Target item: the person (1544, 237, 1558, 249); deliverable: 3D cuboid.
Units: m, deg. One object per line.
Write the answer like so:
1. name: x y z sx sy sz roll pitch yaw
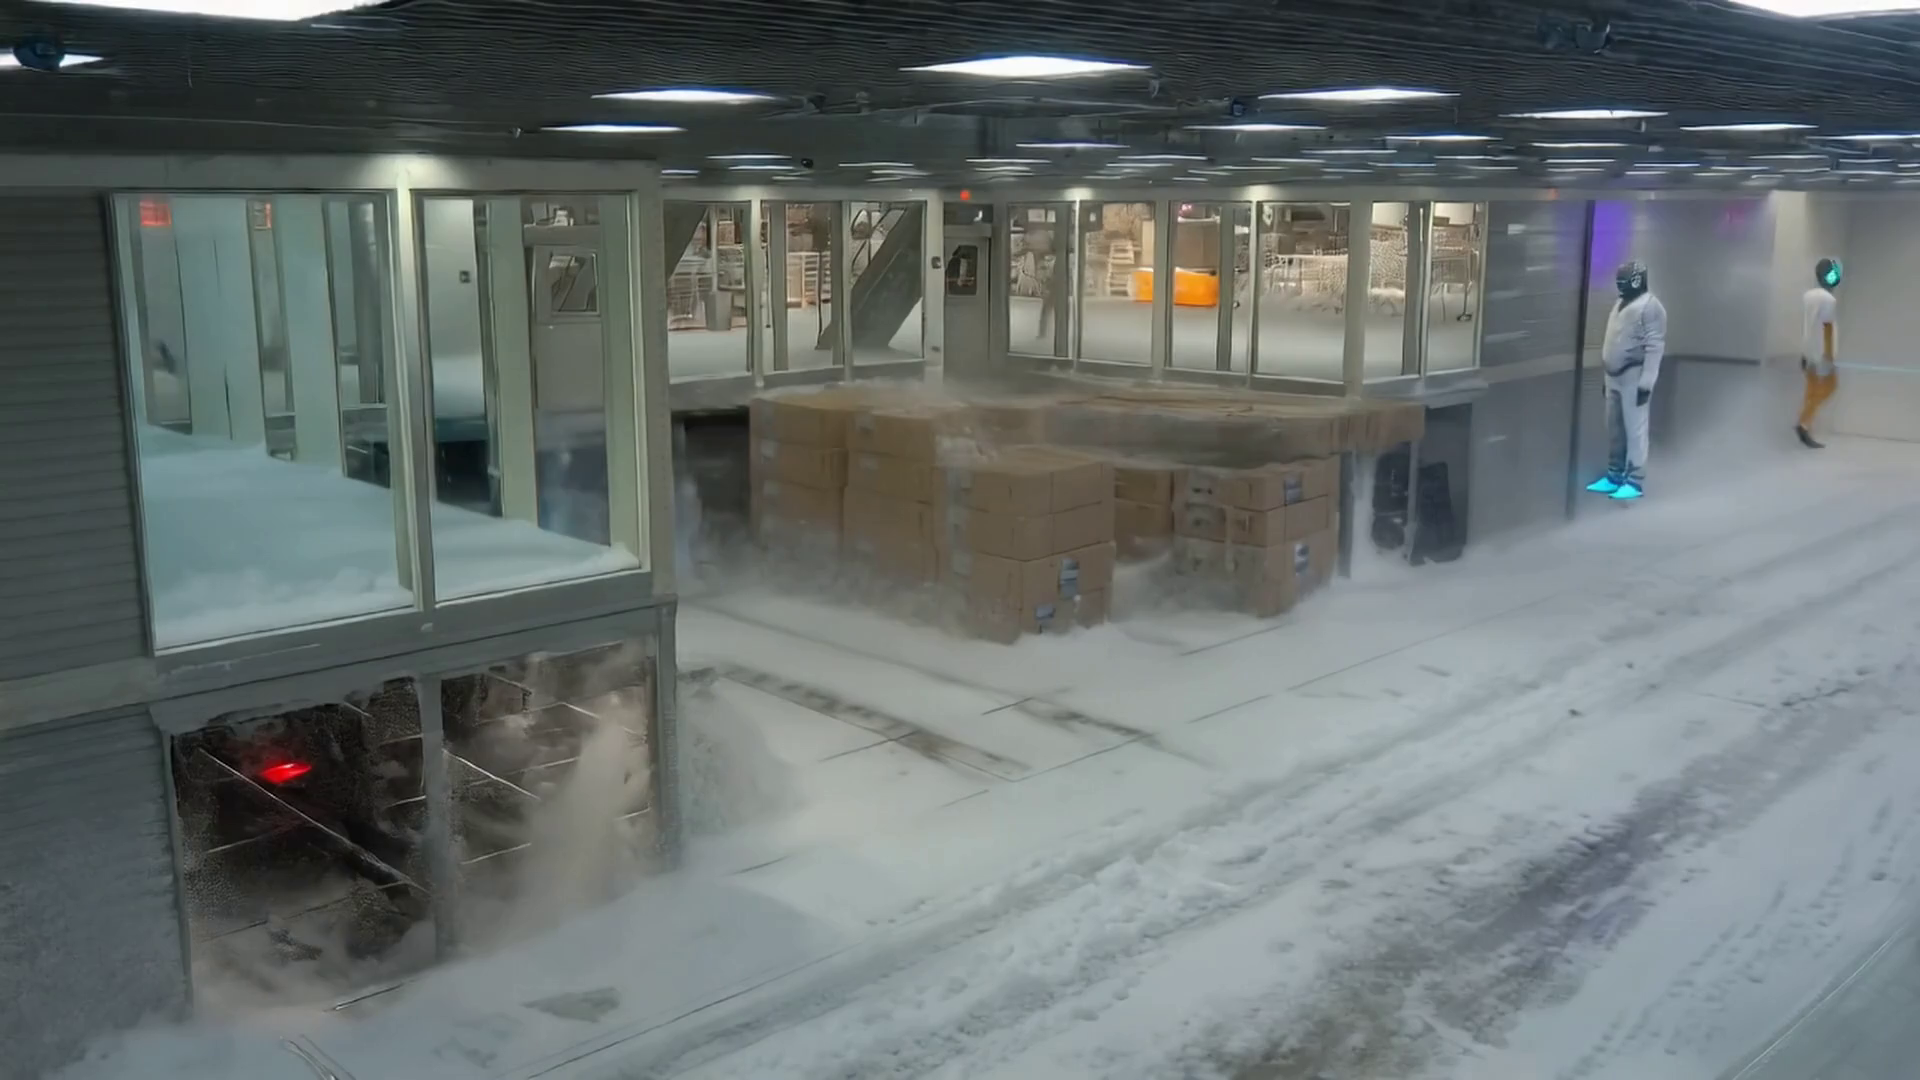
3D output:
1. person: 21.984 -10.888 61.683 0.923 1.860 0.643 -7 13 -30

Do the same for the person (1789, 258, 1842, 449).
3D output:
1. person: 8.276 -1.783 16.044 0.402 1.858 0.517 -2 11 -10

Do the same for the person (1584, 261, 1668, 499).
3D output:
1. person: 5.376 -1.286 13.428 0.406 1.902 0.638 -2 11 -8
